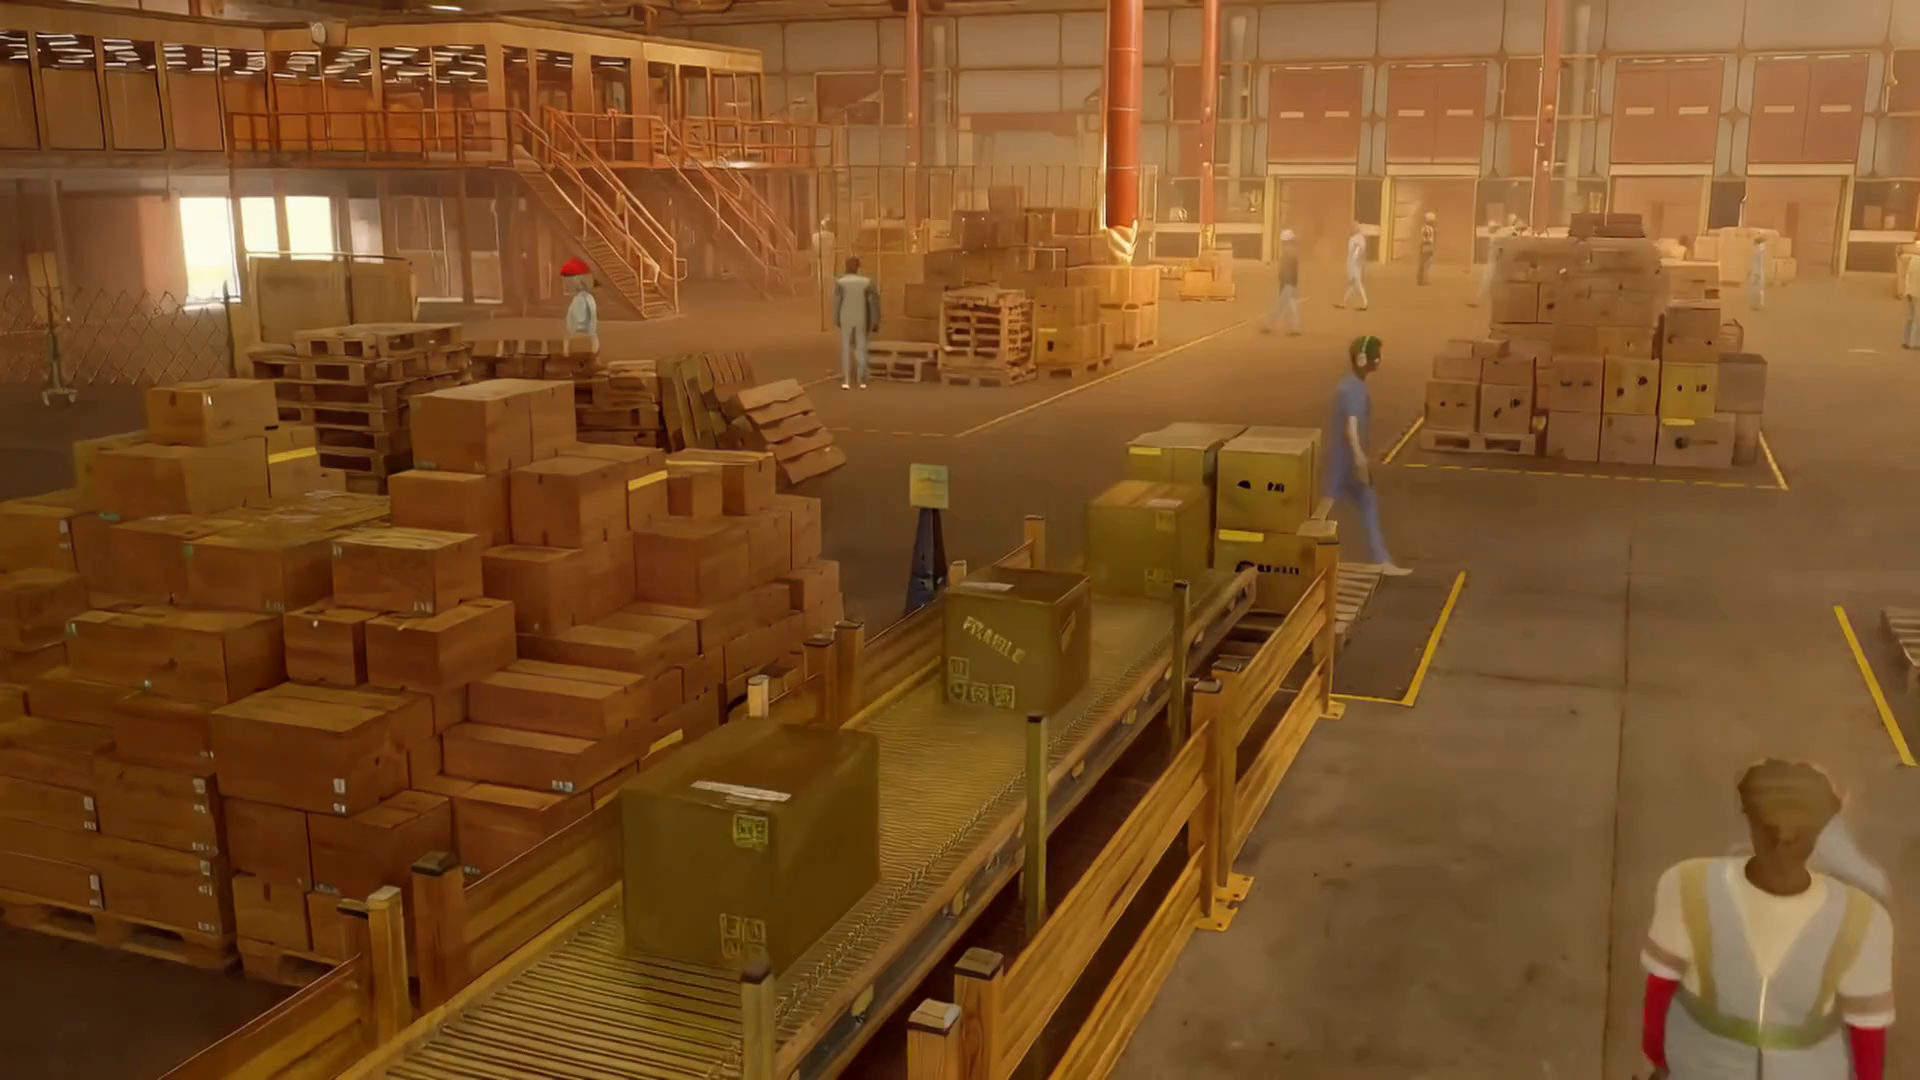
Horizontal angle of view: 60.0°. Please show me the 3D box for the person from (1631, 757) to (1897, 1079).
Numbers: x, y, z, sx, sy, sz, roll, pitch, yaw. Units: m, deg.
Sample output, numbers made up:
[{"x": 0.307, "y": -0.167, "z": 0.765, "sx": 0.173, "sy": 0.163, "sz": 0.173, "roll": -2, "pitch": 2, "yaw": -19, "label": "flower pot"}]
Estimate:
[{"x": 1.892, "y": 1.331, "z": 3.954, "sx": 0.553, "sy": 1.651, "sz": 0.864, "roll": 5, "pitch": 14, "yaw": 22, "label": "person"}]

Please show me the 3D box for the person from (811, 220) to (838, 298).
[{"x": -3.195, "y": -6.619, "z": 39.267, "sx": 0.648, "sy": 1.820, "sz": 0.460, "roll": 0, "pitch": 13, "yaw": -2, "label": "person"}]

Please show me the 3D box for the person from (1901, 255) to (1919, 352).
[{"x": 16.057, "y": -4.106, "z": 27.759, "sx": 0.384, "sy": 1.924, "sz": 0.593, "roll": -2, "pitch": 13, "yaw": -9, "label": "person"}]

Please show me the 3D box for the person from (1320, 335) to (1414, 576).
[{"x": 2.890, "y": -0.624, "z": 12.426, "sx": 0.969, "sy": 1.816, "sz": 0.520, "roll": 6, "pitch": 14, "yaw": 25, "label": "person"}]

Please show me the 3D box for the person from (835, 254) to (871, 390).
[{"x": -1.473, "y": -2.993, "z": 22.932, "sx": 0.500, "sy": 1.861, "sz": 0.328, "roll": -3, "pitch": 13, "yaw": -12, "label": "person"}]

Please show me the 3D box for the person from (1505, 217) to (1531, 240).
[{"x": 12.551, "y": -6.286, "z": 37.495, "sx": 0.615, "sy": 1.942, "sz": 0.407, "roll": 0, "pitch": 13, "yaw": 0, "label": "person"}]

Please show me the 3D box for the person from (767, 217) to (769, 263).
[{"x": -5.780, "y": -8.823, "z": 48.767, "sx": 0.397, "sy": 1.990, "sz": 0.623, "roll": 4, "pitch": 13, "yaw": 16, "label": "person"}]

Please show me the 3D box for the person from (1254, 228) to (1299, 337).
[{"x": 5.796, "y": -4.653, "z": 30.121, "sx": 0.829, "sy": 1.959, "sz": 0.648, "roll": 1, "pitch": 13, "yaw": 7, "label": "person"}]

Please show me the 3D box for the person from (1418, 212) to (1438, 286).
[{"x": 12.199, "y": -7.532, "z": 43.137, "sx": 0.567, "sy": 1.919, "sz": 0.651, "roll": -7, "pitch": 14, "yaw": -30, "label": "person"}]

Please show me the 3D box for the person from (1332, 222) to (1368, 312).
[{"x": 8.421, "y": -5.850, "z": 35.638, "sx": 0.842, "sy": 1.902, "sz": 0.652, "roll": 8, "pitch": 15, "yaw": 31, "label": "person"}]

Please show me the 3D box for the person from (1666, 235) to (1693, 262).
[{"x": 13.693, "y": -4.893, "z": 31.595, "sx": 0.947, "sy": 1.789, "sz": 0.651, "roll": -3, "pitch": 13, "yaw": -15, "label": "person"}]

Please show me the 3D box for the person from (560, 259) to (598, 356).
[{"x": -4.168, "y": -2.044, "z": 18.249, "sx": 0.381, "sy": 2.041, "sz": 0.616, "roll": 0, "pitch": 13, "yaw": -2, "label": "person"}]

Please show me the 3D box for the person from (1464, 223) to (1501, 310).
[{"x": 11.508, "y": -5.911, "z": 35.972, "sx": 1.018, "sy": 1.871, "sz": 0.606, "roll": 2, "pitch": 13, "yaw": 11, "label": "person"}]

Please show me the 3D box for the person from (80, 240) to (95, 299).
[{"x": -19.206, "y": -6.045, "z": 36.489, "sx": 0.410, "sy": 1.905, "sz": 0.640, "roll": -1, "pitch": 13, "yaw": -6, "label": "person"}]

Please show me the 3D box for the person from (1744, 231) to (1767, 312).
[{"x": 16.912, "y": -5.691, "z": 35.341, "sx": 0.566, "sy": 1.726, "sz": 0.503, "roll": 4, "pitch": 13, "yaw": 17, "label": "person"}]
